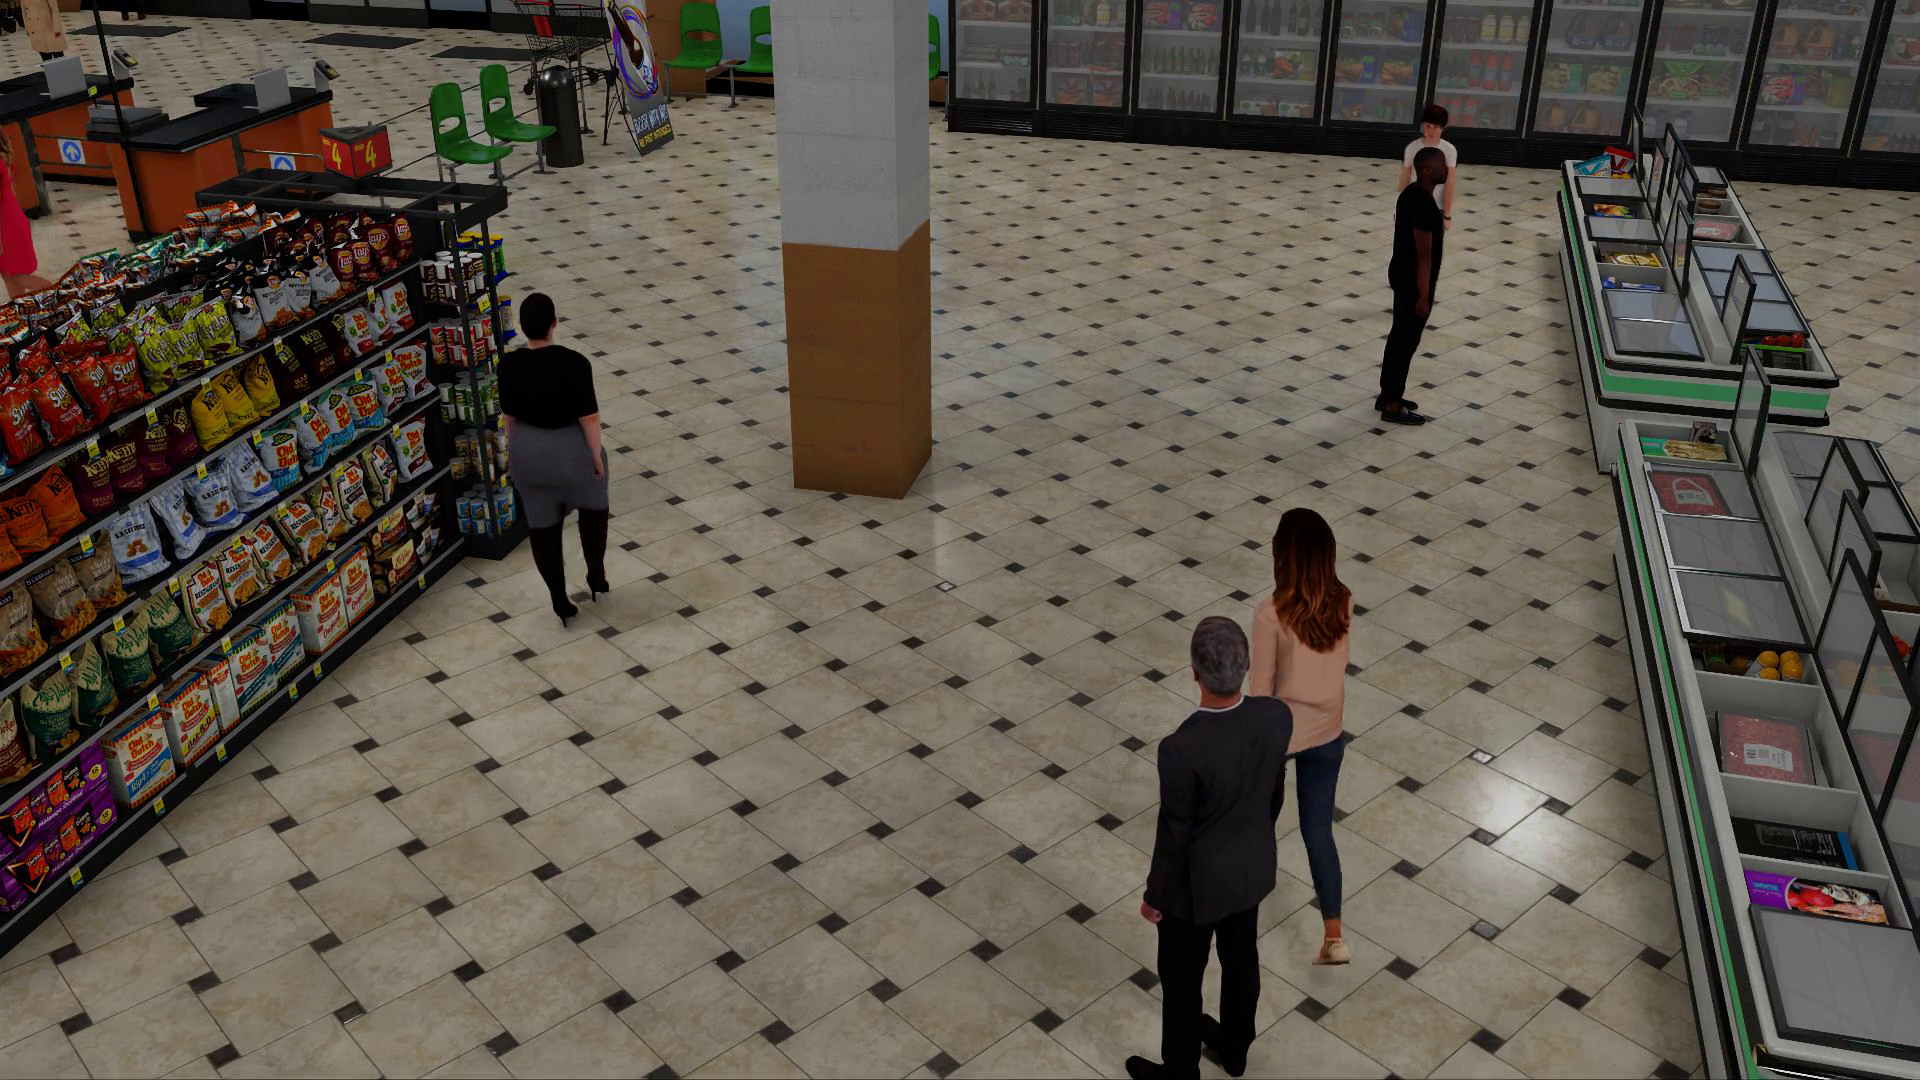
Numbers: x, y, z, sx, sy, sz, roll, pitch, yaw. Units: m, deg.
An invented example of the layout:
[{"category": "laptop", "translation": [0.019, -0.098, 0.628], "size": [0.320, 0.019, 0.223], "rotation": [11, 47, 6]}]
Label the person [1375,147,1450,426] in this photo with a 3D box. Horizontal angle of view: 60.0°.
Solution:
[{"category": "person", "translation": [2.952, -1.663, 10.863], "size": [0.766, 1.820, 0.556], "rotation": [2, 27, 4]}]

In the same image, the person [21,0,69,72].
[{"category": "person", "translation": [-10.789, -6.024, 19.615], "size": [0.634, 1.682, 0.514], "rotation": [6, 28, 12]}]

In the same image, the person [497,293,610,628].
[{"category": "person", "translation": [-2.049, -0.348, 8.360], "size": [0.748, 1.738, 0.753], "rotation": [1, 27, 3]}]

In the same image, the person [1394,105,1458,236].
[{"category": "person", "translation": [3.561, -2.518, 12.745], "size": [0.625, 1.643, 0.843], "rotation": [10, 29, 19]}]

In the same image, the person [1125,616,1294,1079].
[{"category": "person", "translation": [0.825, 1.071, 5.454], "size": [0.789, 1.836, 0.869], "rotation": [-17, 31, -30]}]

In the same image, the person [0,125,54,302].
[{"category": "person", "translation": [-6.835, -2.243, 12.130], "size": [0.951, 1.708, 0.950], "rotation": [-9, 28, -18]}]

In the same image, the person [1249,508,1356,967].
[{"category": "person", "translation": [1.292, 0.765, 6.146], "size": [0.898, 1.757, 1.185], "rotation": [-4, 27, -8]}]
